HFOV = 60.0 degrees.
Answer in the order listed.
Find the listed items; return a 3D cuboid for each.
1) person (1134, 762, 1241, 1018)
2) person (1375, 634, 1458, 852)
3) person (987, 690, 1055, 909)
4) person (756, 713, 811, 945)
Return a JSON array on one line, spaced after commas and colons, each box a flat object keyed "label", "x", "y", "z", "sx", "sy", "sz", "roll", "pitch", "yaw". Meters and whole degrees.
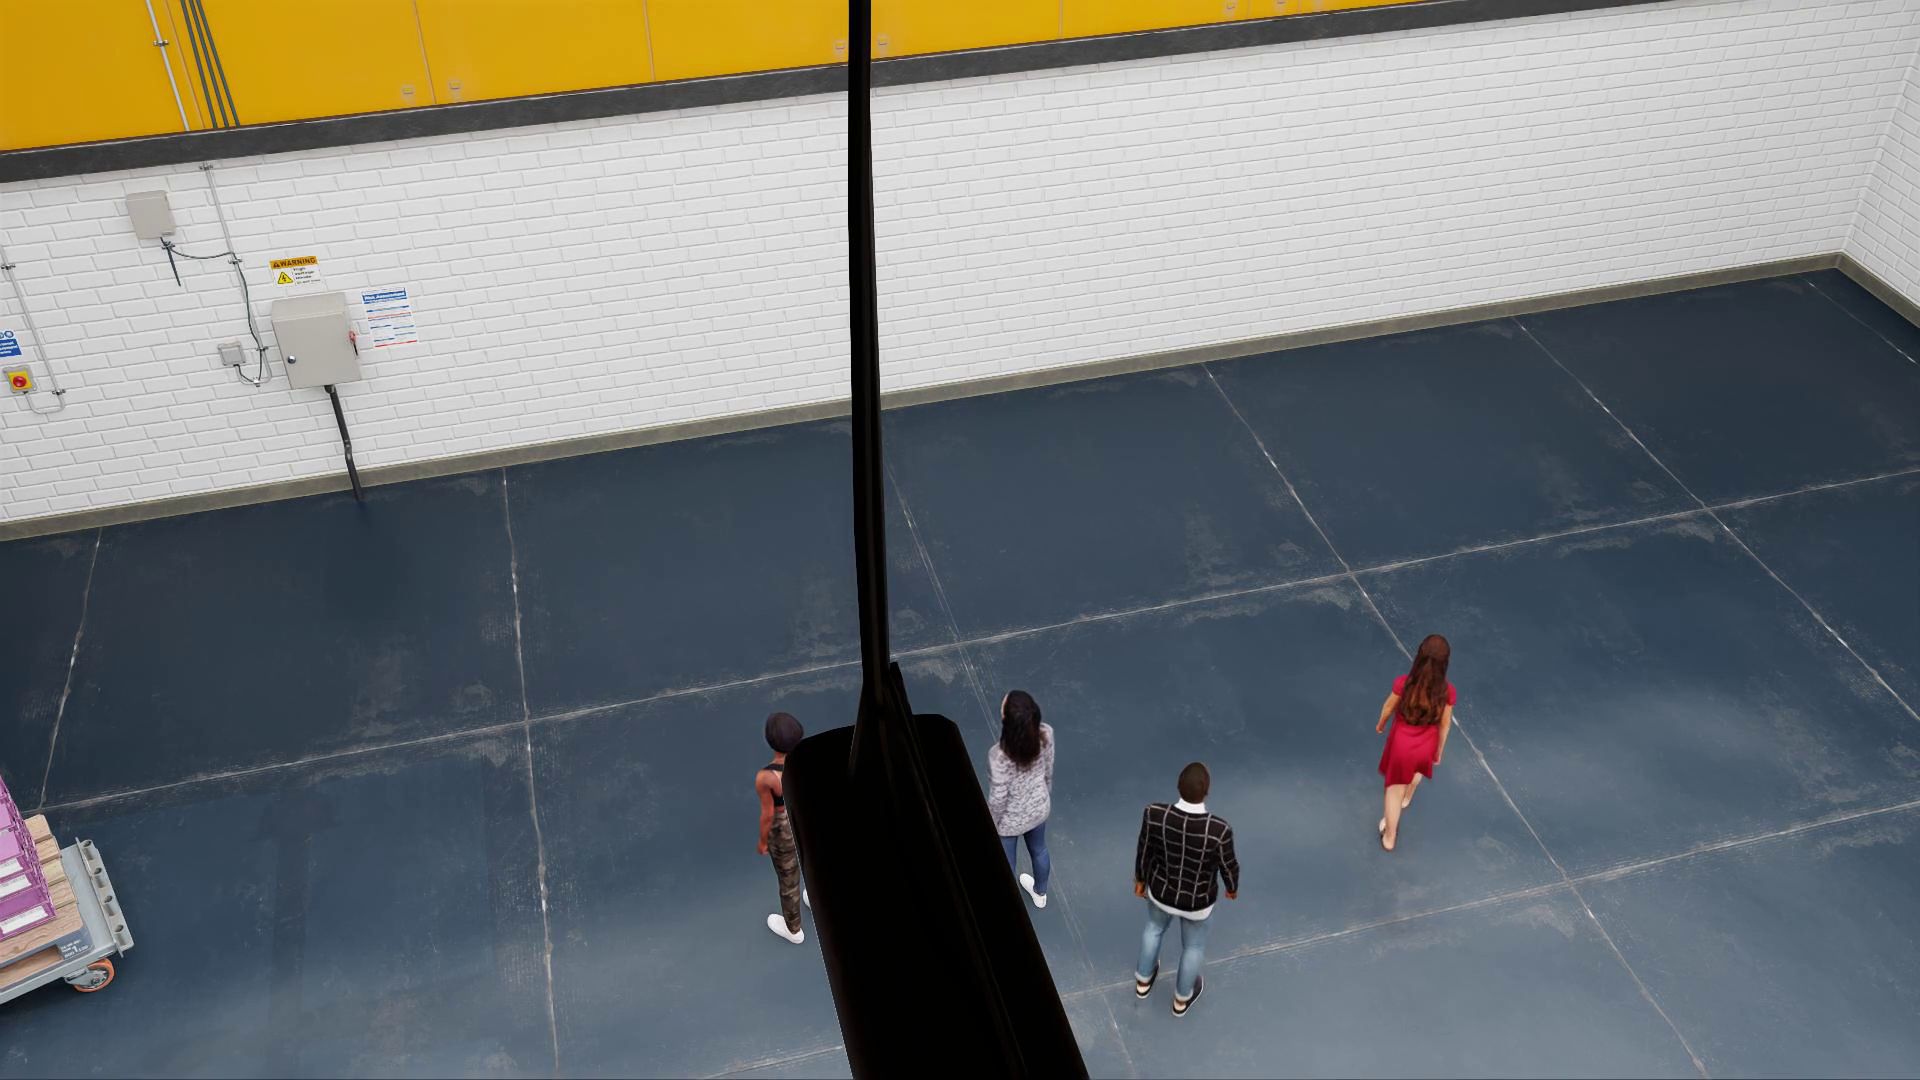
[{"label": "person", "x": 1.171, "y": 1.876, "z": 8.734, "sx": 0.805, "sy": 1.817, "sz": 0.848, "roll": 16, "pitch": 41, "yaw": 19}, {"label": "person", "x": 2.650, "y": 1.234, "z": 9.764, "sx": 0.720, "sy": 1.534, "sz": 0.899, "roll": 4, "pitch": 39, "yaw": 5}, {"label": "person", "x": 0.328, "y": 1.496, "z": 9.277, "sx": 0.682, "sy": 1.732, "sz": 0.654, "roll": -25, "pitch": 45, "yaw": -28}, {"label": "person", "x": -0.923, "y": 1.584, "z": 9.192, "sx": 0.657, "sy": 1.700, "sz": 0.674, "roll": -30, "pitch": 47, "yaw": -32}]
